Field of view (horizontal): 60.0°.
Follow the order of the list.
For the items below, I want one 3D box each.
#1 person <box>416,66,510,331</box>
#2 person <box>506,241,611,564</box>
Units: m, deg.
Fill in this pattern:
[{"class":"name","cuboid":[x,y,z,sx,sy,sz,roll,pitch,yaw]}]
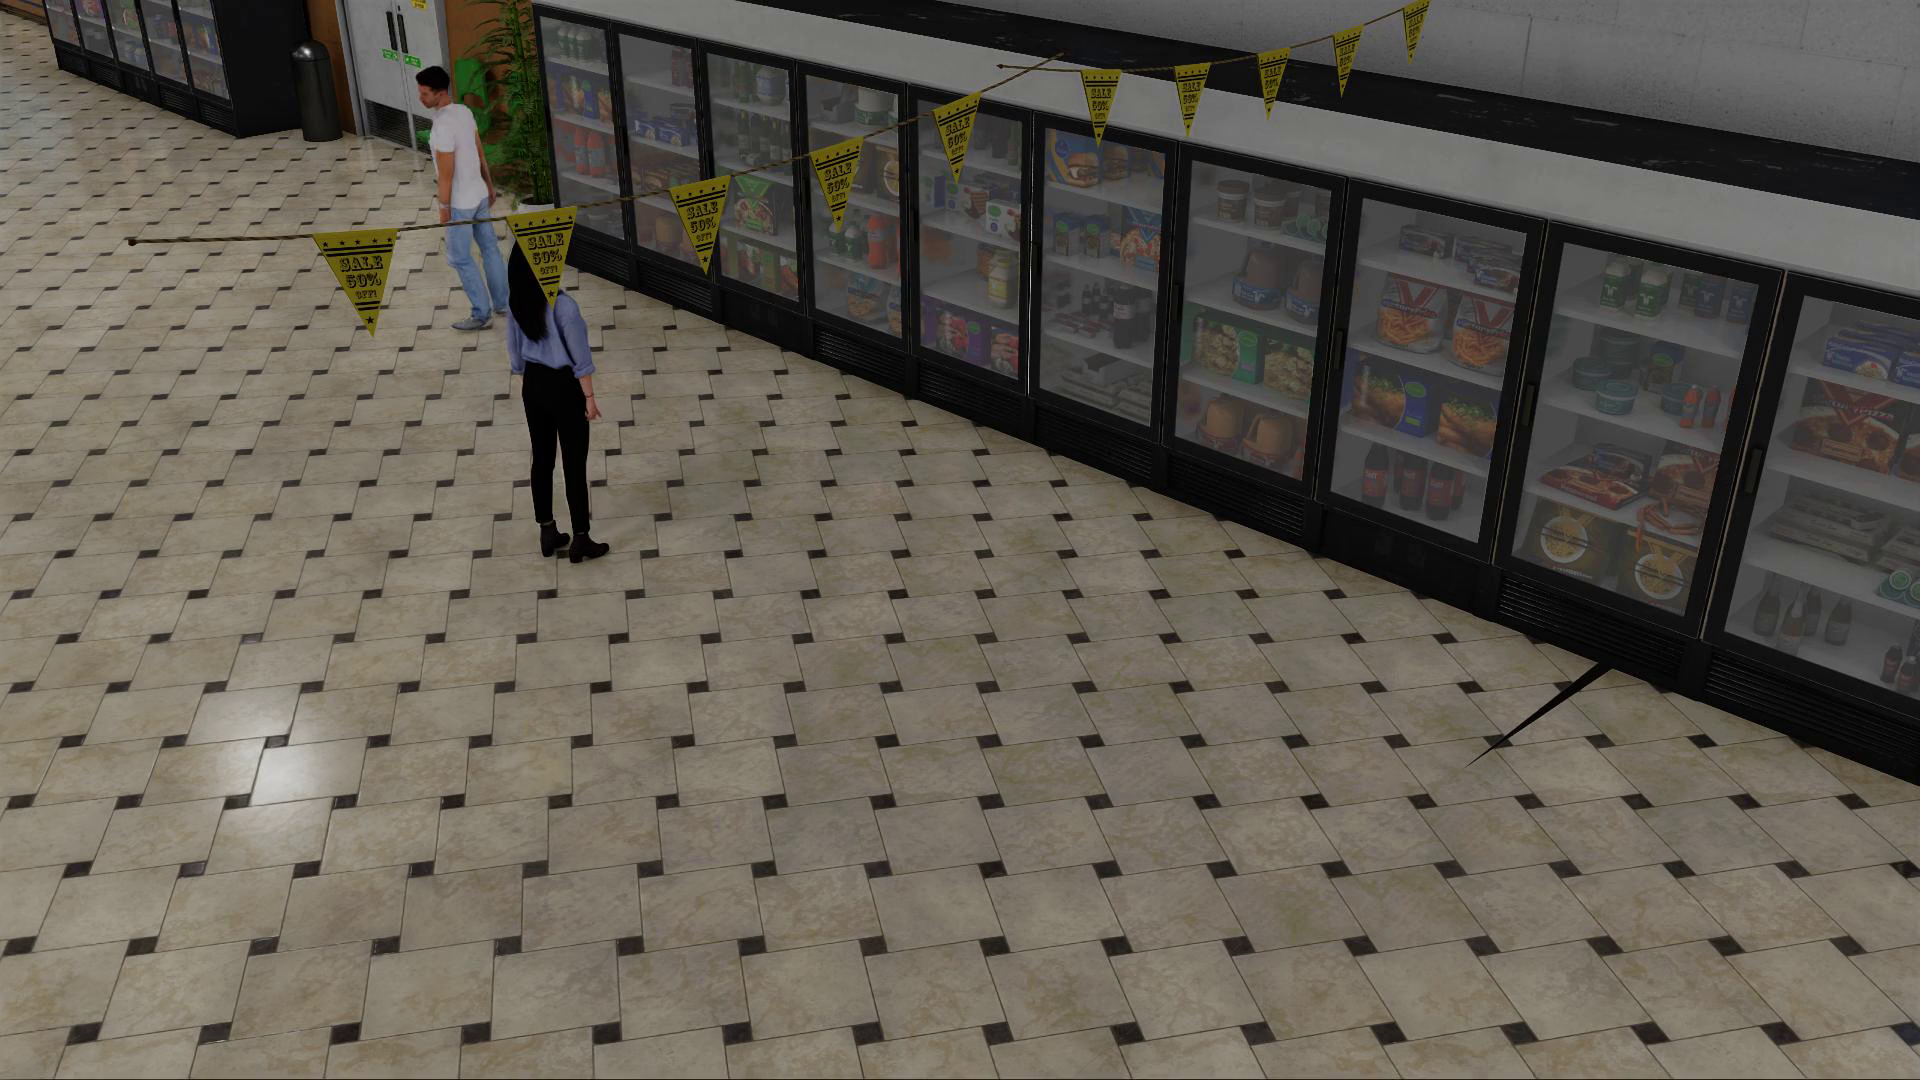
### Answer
[{"class":"person","cuboid":[-3.416,-2.418,11.676,0.985,1.833,0.784,12,29,23]},{"class":"person","cuboid":[-2.061,-0.721,8.430,0.715,1.743,0.658,13,30,25]}]
